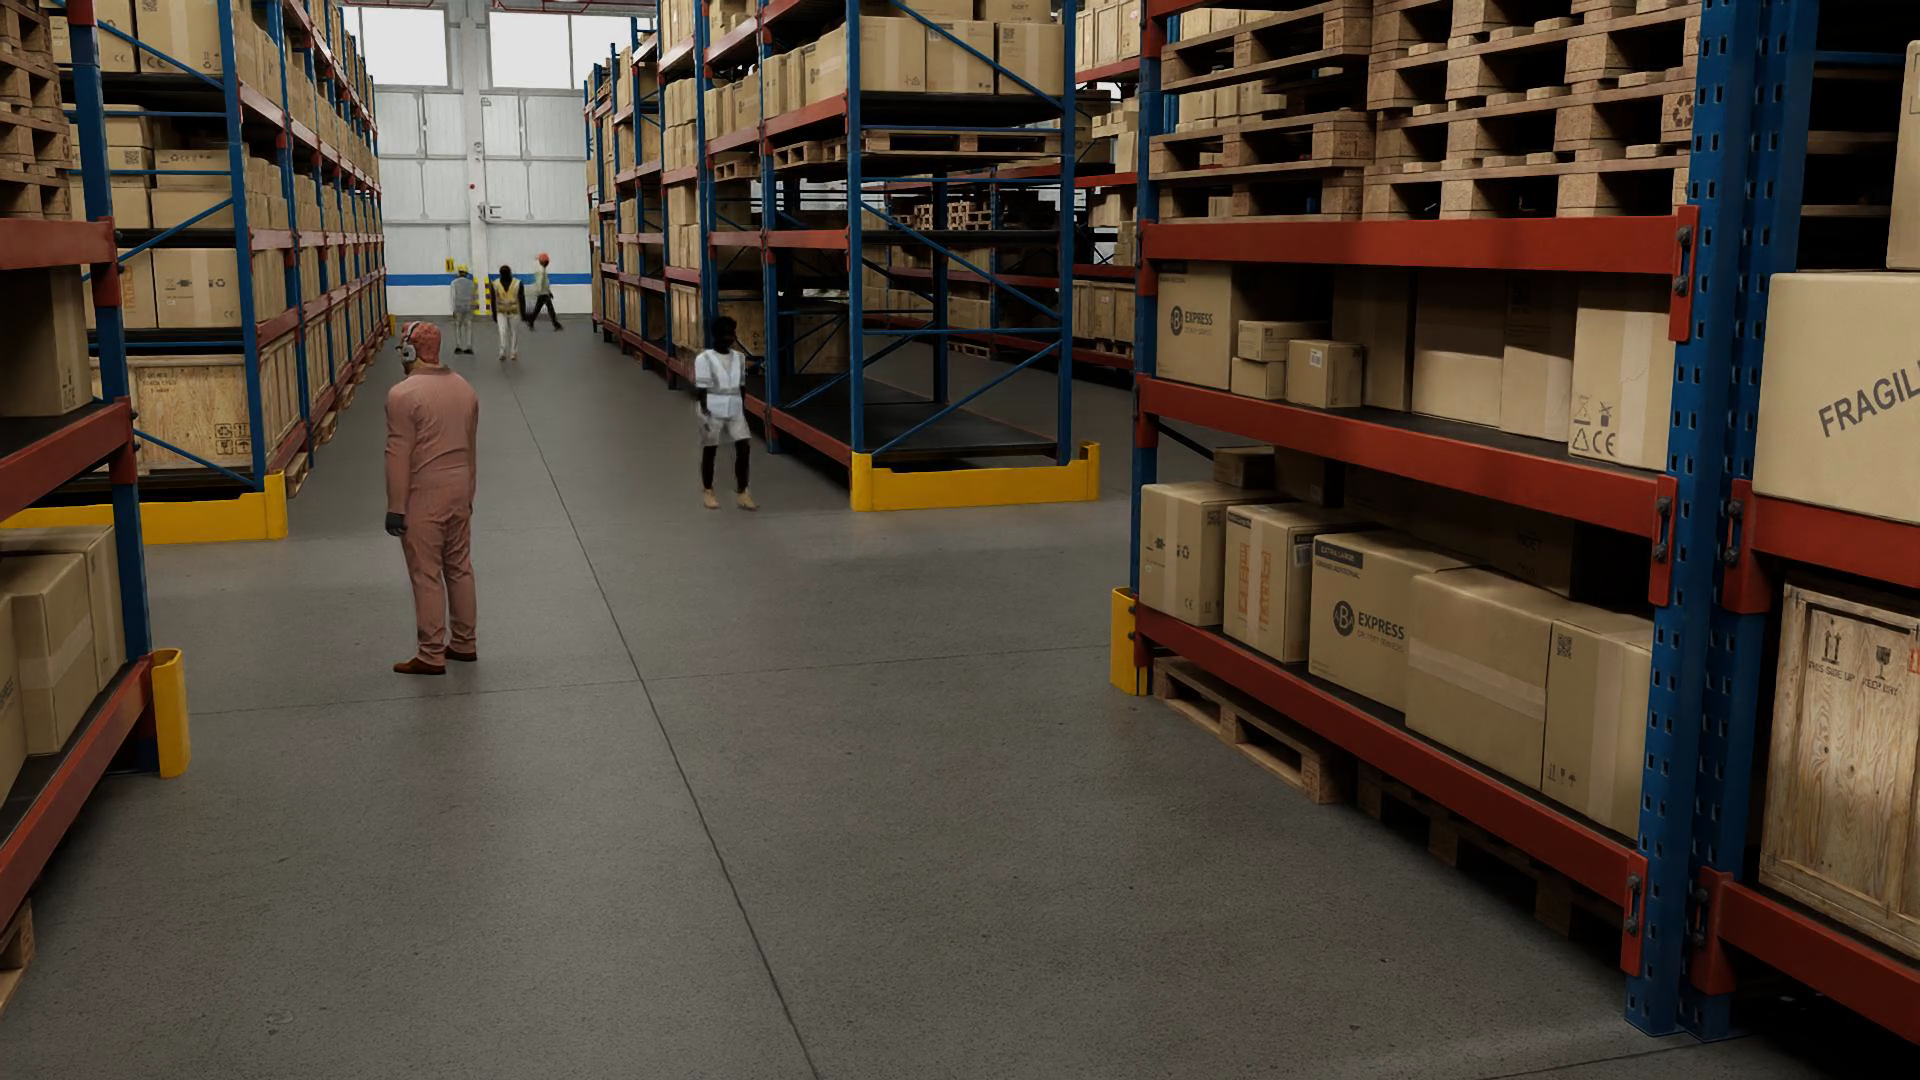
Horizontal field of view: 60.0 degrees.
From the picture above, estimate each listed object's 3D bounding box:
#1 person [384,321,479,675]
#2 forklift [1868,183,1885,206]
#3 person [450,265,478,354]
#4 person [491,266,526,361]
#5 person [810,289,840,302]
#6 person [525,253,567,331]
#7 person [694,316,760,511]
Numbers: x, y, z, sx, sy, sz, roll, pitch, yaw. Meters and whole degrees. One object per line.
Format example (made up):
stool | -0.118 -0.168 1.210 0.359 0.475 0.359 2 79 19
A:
person | -2.879 -0.228 9.019 0.399 1.902 0.642 4 11 20
forklift | 5.292 -0.797 9.437 1.129 2.768 1.873 -3 11 -17
person | -9.997 -4.635 33.524 0.609 1.770 0.807 -7 13 -36
person | -8.569 -4.292 31.562 0.641 1.791 0.944 -2 11 -11
person | -2.293 -3.687 28.352 0.535 1.764 0.334 -4 11 -19
person | -10.368 -6.140 41.311 1.017 1.952 0.620 -3 11 -14
person | -1.989 -1.064 14.203 0.544 1.669 0.739 -8 13 -37
